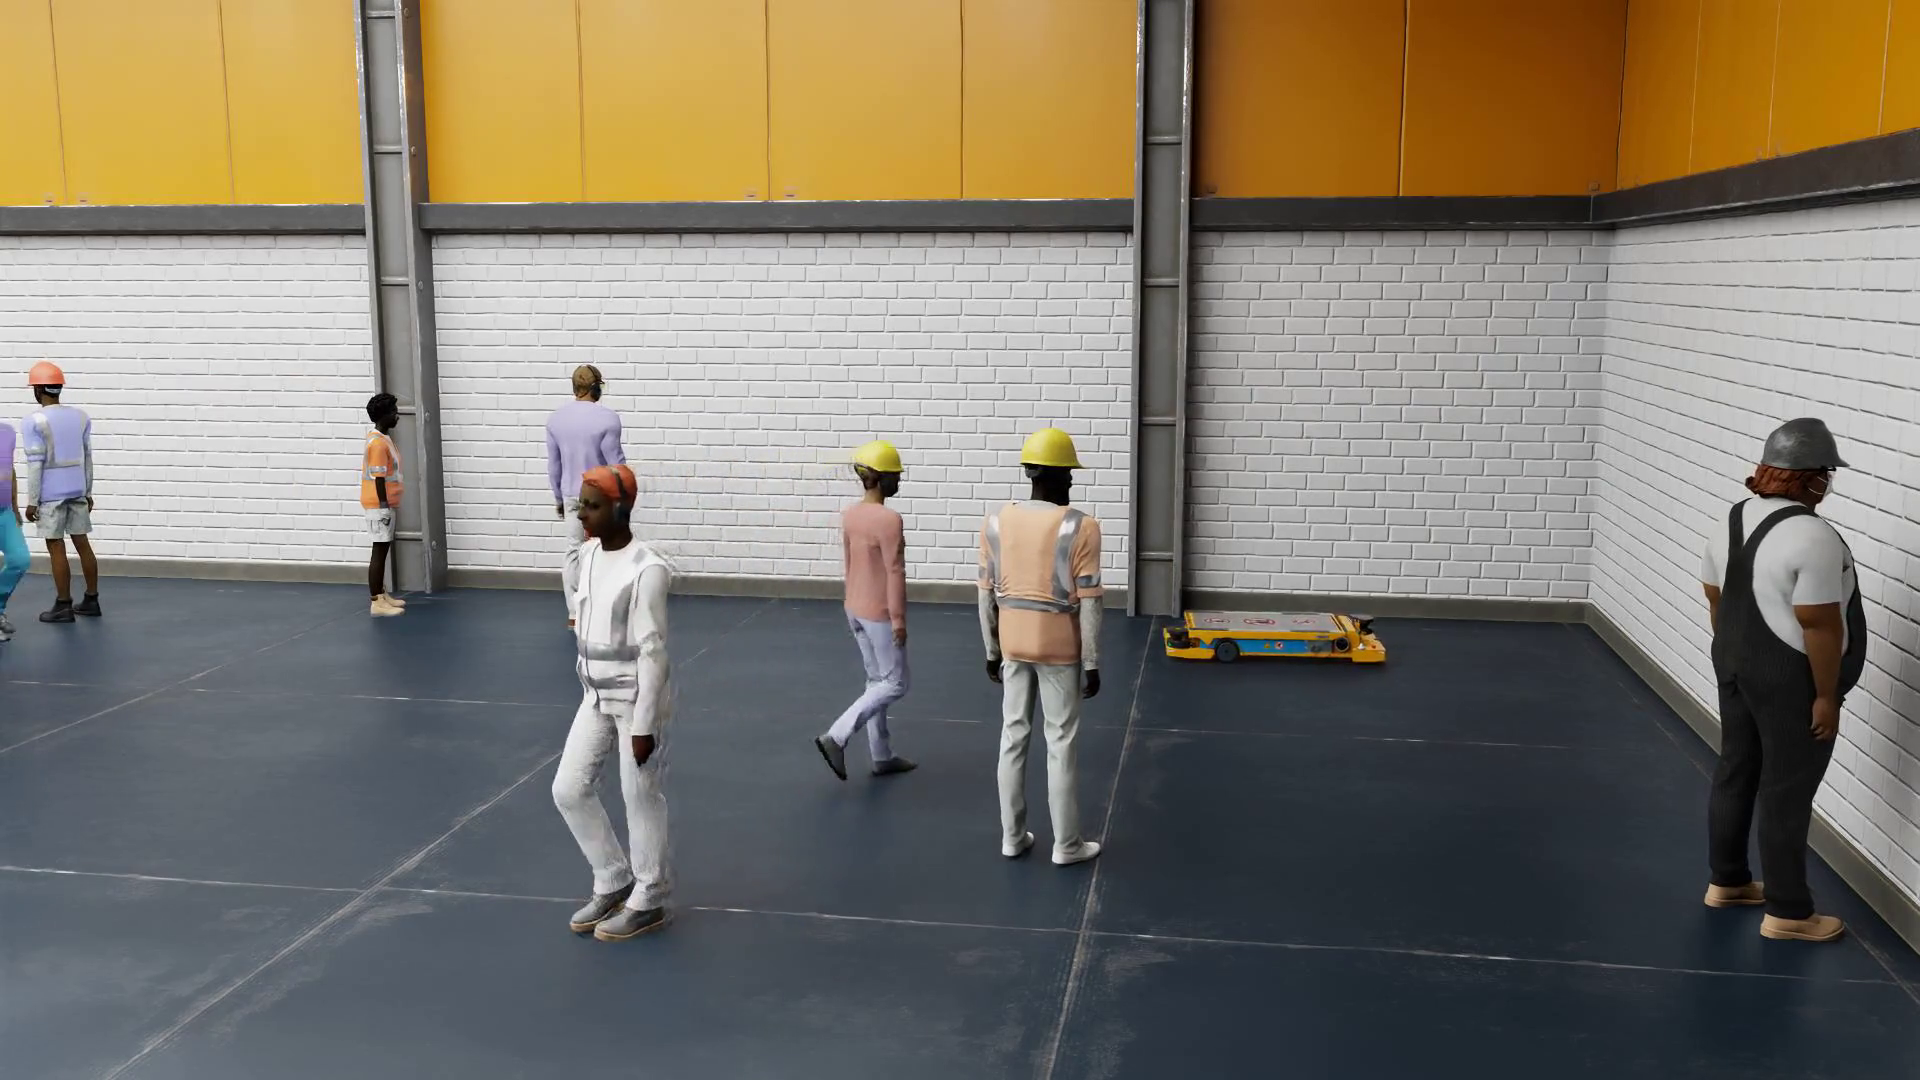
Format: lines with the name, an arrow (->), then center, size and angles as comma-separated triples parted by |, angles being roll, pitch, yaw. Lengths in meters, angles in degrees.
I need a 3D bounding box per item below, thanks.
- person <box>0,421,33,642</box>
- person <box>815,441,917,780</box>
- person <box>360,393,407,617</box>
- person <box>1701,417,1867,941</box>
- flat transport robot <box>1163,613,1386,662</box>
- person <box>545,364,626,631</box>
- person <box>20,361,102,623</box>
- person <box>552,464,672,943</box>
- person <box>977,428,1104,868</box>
person -> -6.822, -0.188, 11.653 | 0.453, 1.824, 0.610 | 3, 10, 18
person -> -0.468, 0.373, 8.428 | 0.537, 1.750, 0.540 | -5, 11, -29
person -> -4.369, -0.269, 12.595 | 0.321, 1.691, 0.532 | -3, 10, -16
person -> 3.283, 0.530, 6.580 | 0.536, 2.000, 0.672 | -2, 9, -10
flat transport robot -> 2.114, 0.647, 11.301 | 1.431, 0.197, 0.652 | 1, 9, 5
person -> -2.670, -0.295, 11.980 | 0.627, 1.940, 0.377 | 4, 10, 24
person -> -6.703, -0.353, 12.345 | 0.375, 1.935, 0.551 | 4, 10, 22
person -> -1.354, 0.645, 6.385 | 0.494, 1.870, 0.604 | -8, 12, -42
person -> 0.361, 0.471, 7.305 | 0.589, 1.923, 0.384 | 5, 11, 30
